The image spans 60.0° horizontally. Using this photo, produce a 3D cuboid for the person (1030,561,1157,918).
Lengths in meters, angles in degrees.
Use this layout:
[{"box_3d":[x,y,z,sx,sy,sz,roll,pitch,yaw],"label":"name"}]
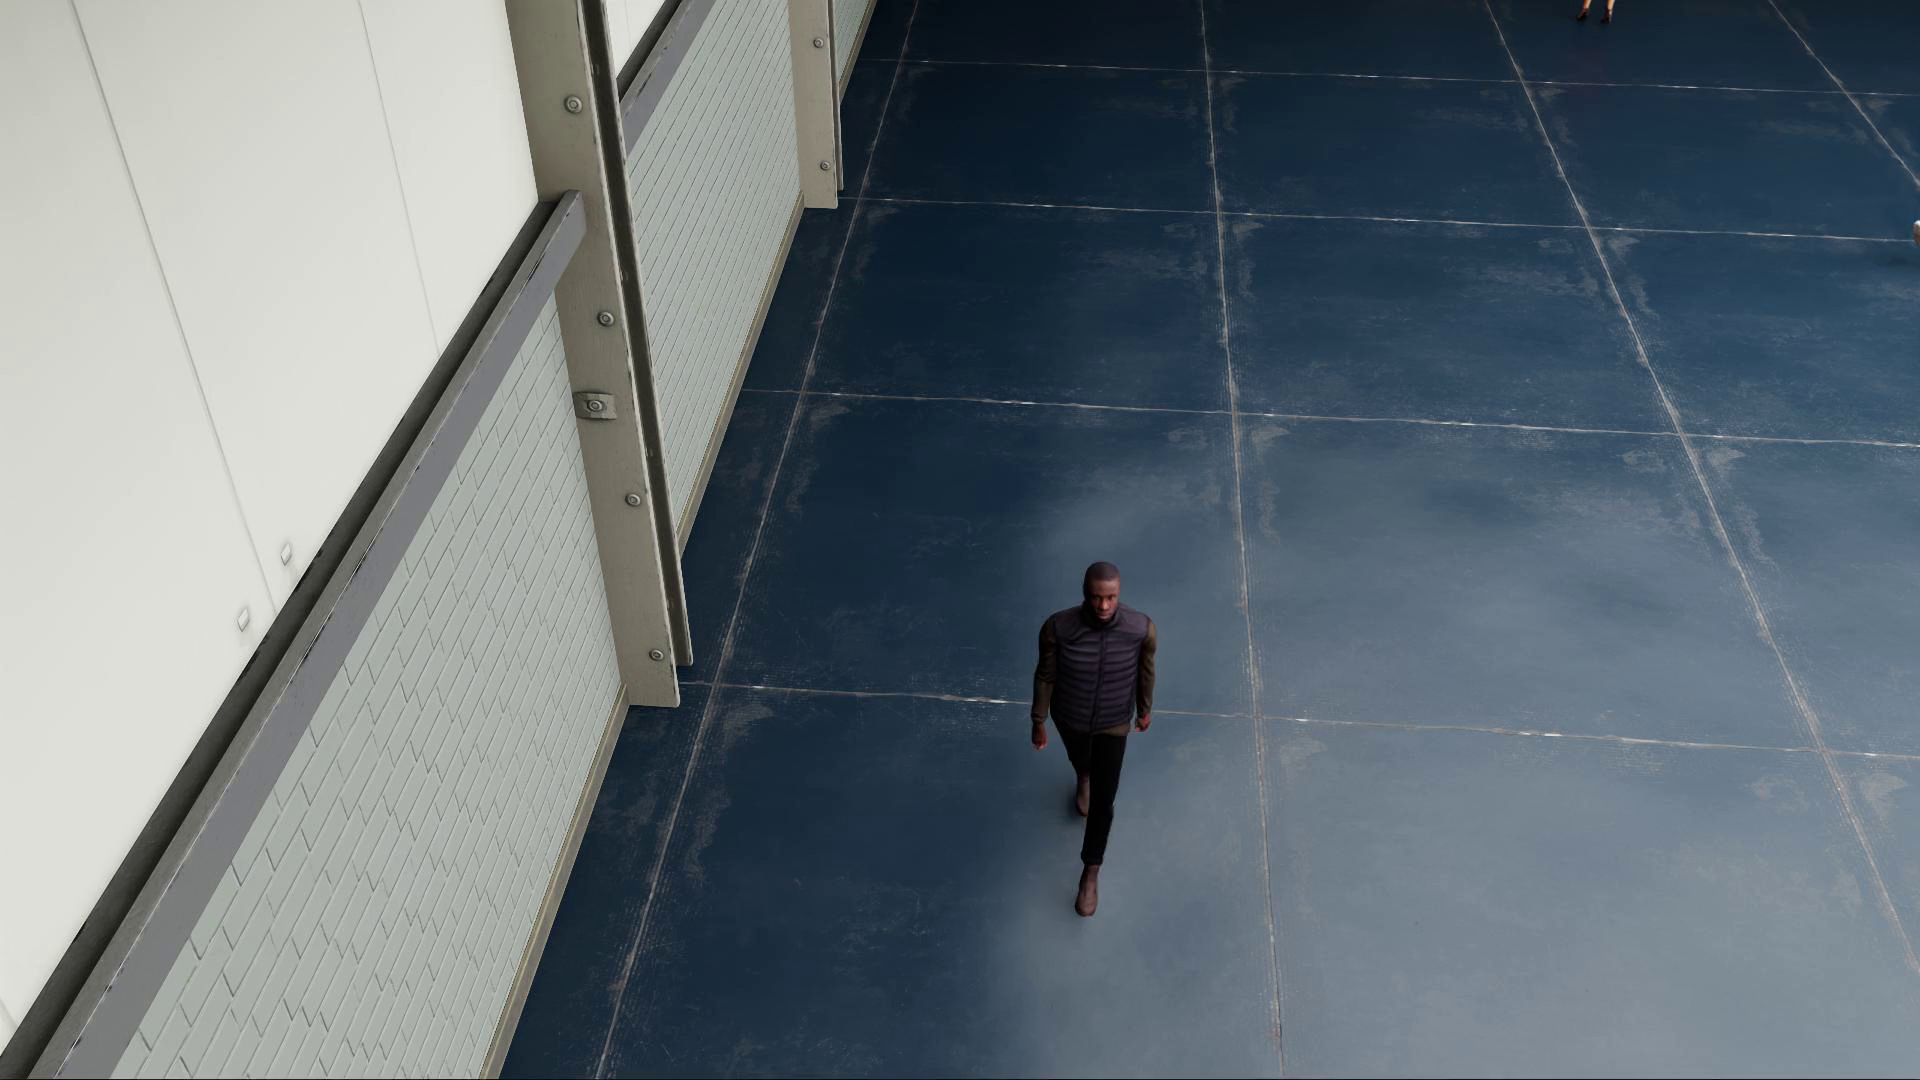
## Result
[{"box_3d":[0.625,0.790,7.854,0.728,1.788,1.175,4,38,5],"label":"person"}]
